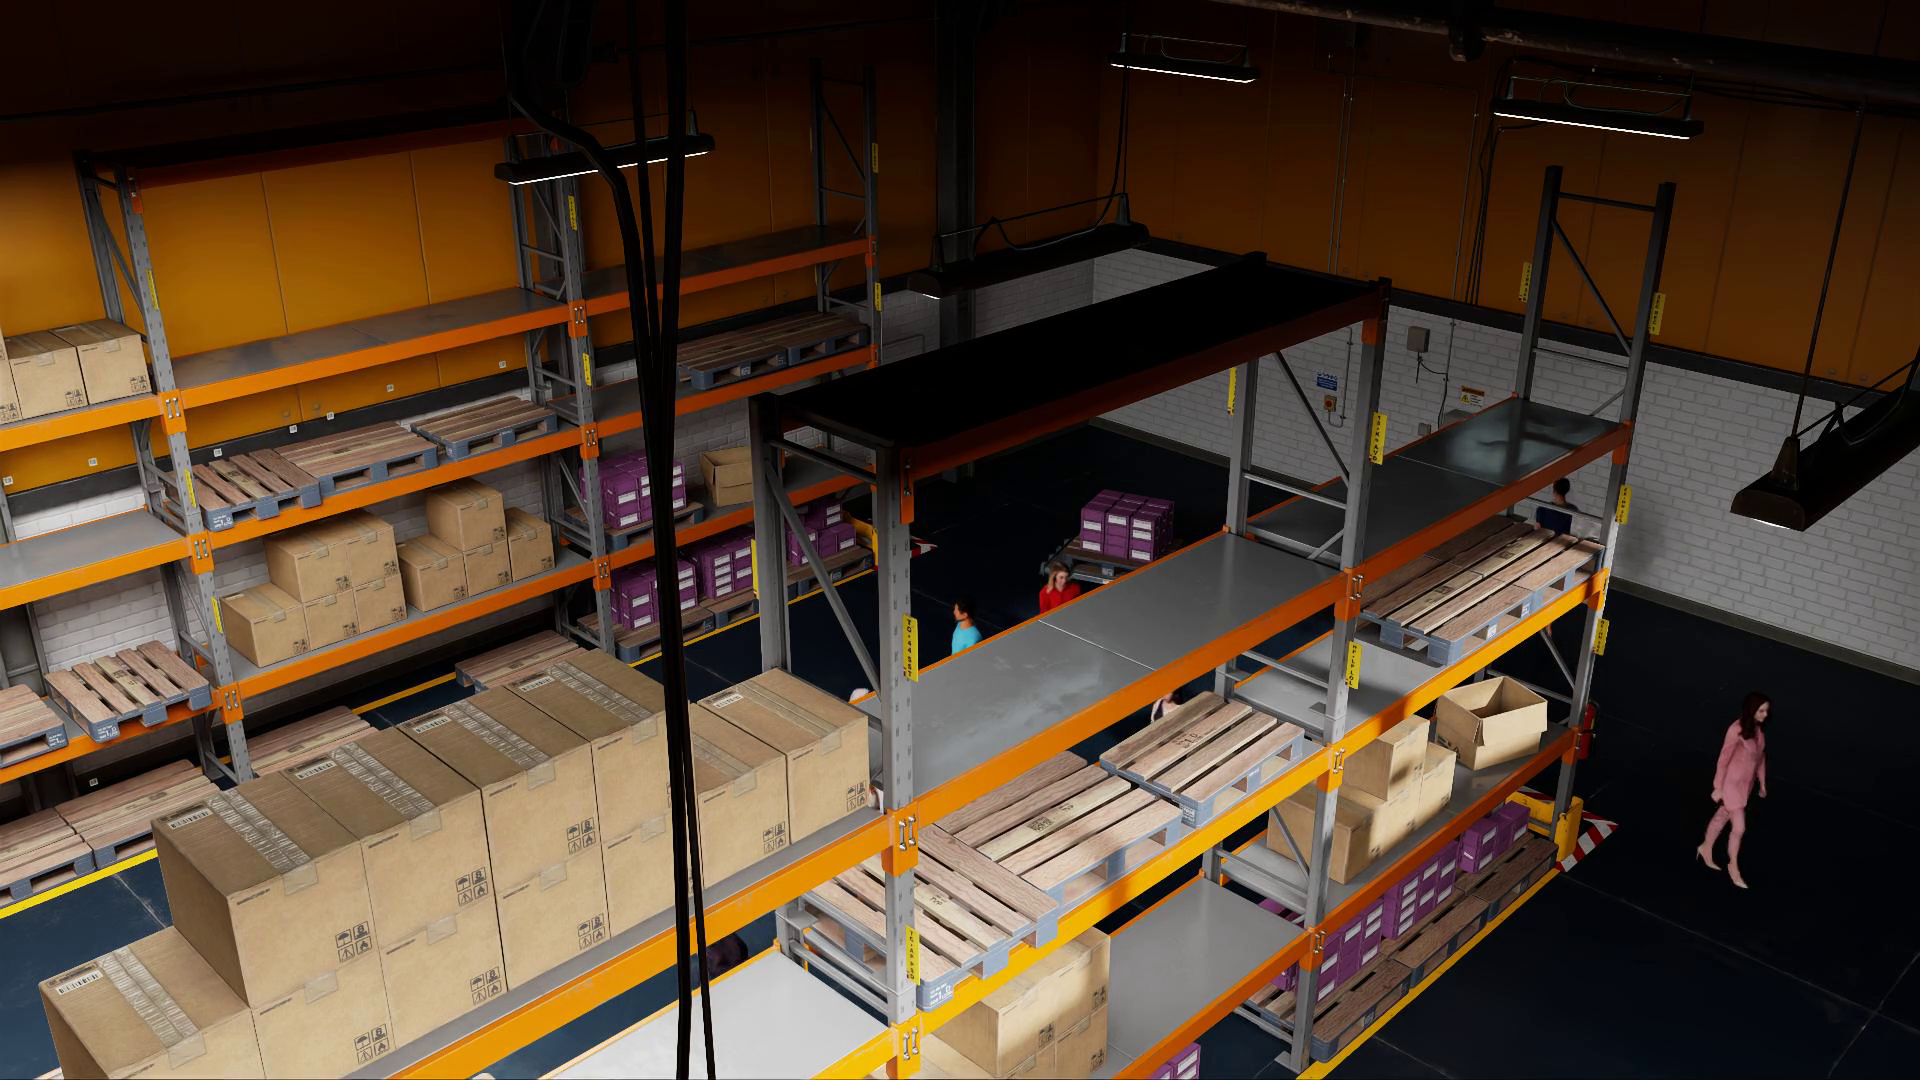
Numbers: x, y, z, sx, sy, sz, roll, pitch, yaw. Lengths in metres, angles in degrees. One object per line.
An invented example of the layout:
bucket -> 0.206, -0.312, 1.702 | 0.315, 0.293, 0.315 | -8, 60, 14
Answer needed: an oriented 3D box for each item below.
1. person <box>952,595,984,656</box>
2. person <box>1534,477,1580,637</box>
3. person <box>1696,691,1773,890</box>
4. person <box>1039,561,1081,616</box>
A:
person -> 0.082, 1.335, 16.101 | 0.693, 1.777, 0.696 | -6, 24, -14
person -> 6.647, 0.210, 18.632 | 1.129, 1.810, 1.245 | 2, 24, 4
person -> 6.639, 2.076, 14.399 | 0.816, 1.782, 0.807 | -14, 27, -29
person -> 1.022, 0.956, 17.075 | 0.735, 1.691, 0.843 | -7, 25, -16
